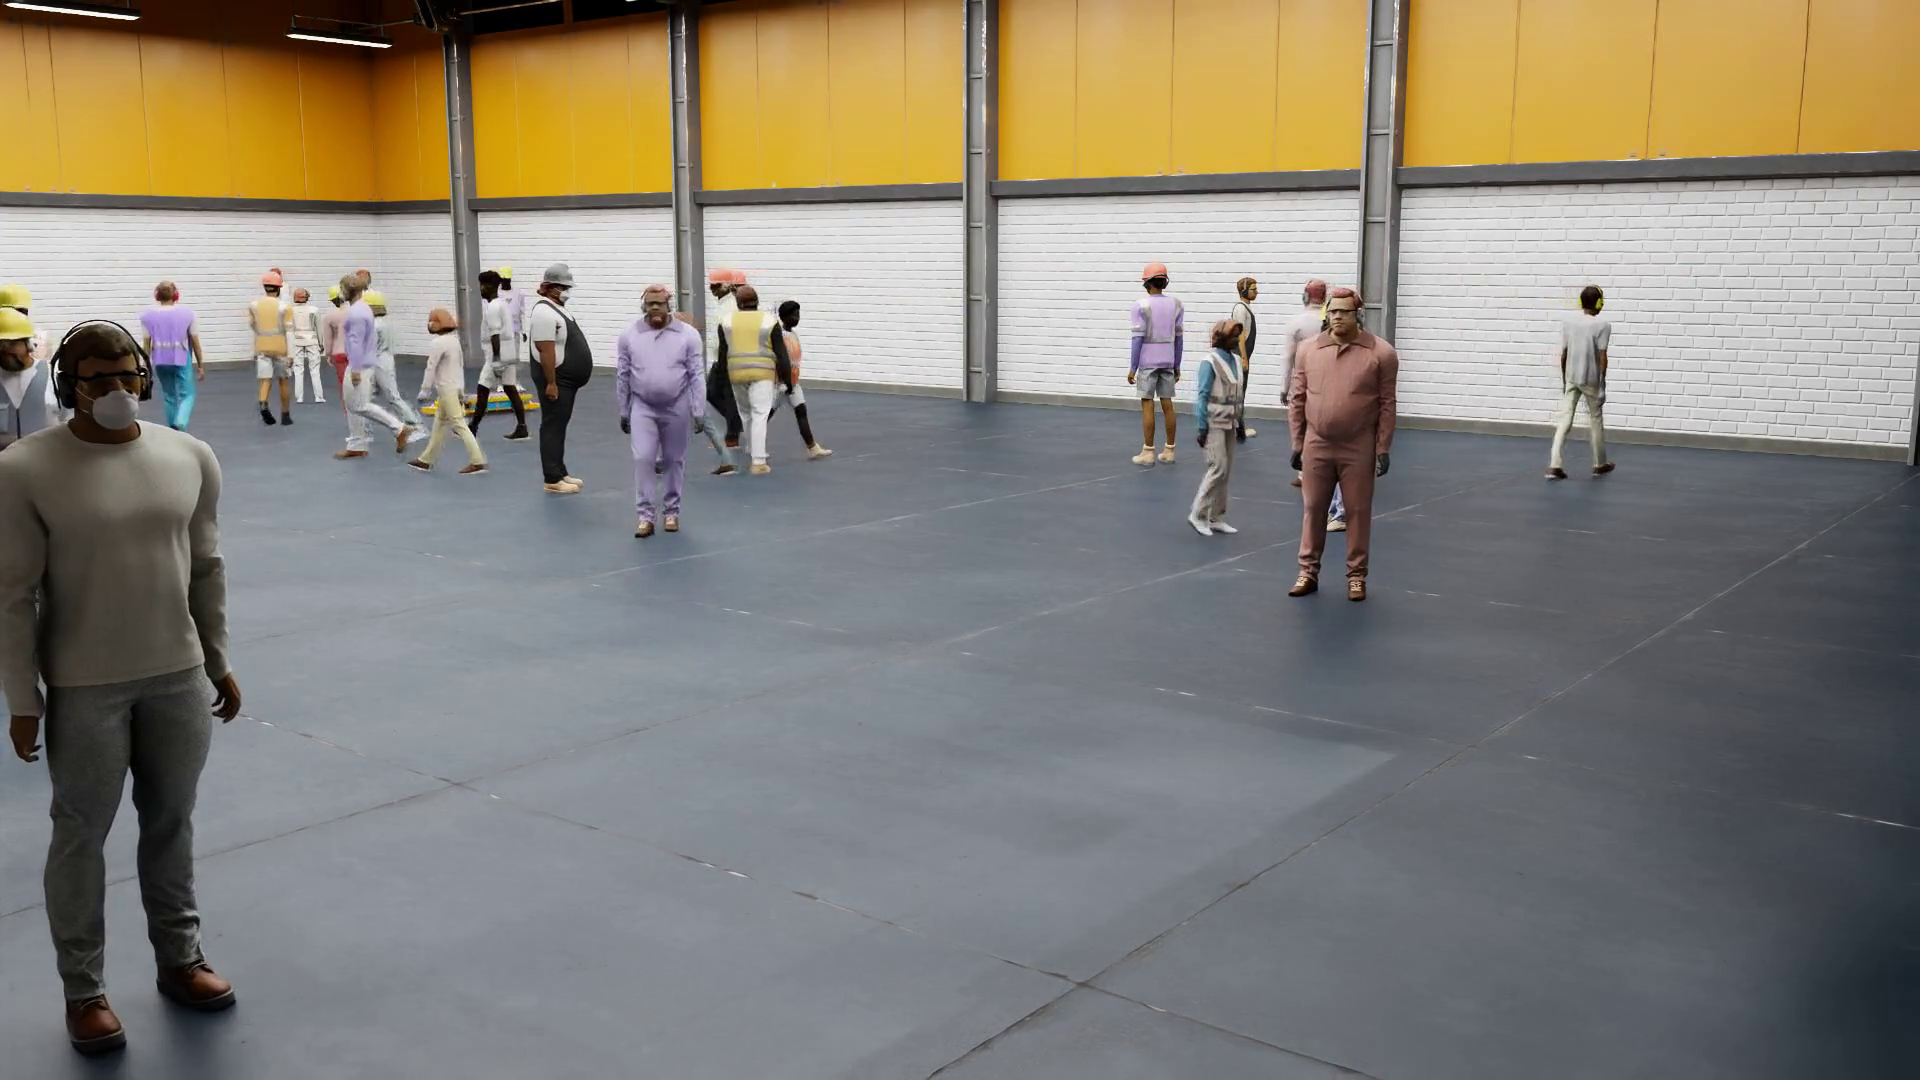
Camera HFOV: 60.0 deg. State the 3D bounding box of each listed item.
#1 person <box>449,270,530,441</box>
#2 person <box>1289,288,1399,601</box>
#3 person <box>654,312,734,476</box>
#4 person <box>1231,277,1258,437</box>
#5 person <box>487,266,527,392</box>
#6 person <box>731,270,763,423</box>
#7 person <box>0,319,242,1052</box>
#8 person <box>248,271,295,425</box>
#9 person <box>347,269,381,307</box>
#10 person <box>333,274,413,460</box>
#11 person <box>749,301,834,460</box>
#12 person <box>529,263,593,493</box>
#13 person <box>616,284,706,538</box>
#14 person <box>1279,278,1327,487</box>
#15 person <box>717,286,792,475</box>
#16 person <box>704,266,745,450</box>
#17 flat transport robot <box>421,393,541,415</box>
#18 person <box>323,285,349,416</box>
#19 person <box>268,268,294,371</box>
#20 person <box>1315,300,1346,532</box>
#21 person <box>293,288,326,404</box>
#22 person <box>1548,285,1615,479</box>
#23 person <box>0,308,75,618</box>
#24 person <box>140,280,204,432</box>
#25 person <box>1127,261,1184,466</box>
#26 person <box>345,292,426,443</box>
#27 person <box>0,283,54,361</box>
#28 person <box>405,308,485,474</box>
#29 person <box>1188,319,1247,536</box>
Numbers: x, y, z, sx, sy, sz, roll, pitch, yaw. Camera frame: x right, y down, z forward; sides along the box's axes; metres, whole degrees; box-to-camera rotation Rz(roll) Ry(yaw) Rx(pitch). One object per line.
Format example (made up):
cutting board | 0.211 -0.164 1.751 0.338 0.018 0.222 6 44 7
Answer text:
person | -5.318 -2.056 18.709 0.942 1.922 0.630 0 10 2
person | 2.321 -0.579 10.166 0.642 1.909 0.399 4 11 25
person | -2.600 -1.383 15.854 0.925 1.561 0.511 1 10 7
person | 3.302 -2.123 19.332 0.345 1.847 0.504 2 10 9
person | -6.948 -3.233 25.554 0.593 1.926 0.366 -6 12 -32
person | -2.614 -2.250 19.851 0.563 1.918 0.466 -2 10 -11
person | -2.263 0.378 4.500 0.356 1.938 0.633 8 12 38
person | -8.424 -2.320 20.322 0.556 1.909 0.736 -1 10 -7
person | -9.391 -3.345 26.366 0.493 1.870 0.604 9 13 42
person | -6.081 -1.768 17.064 0.717 1.916 0.633 -3 10 -19
person | -1.784 -1.628 17.043 0.923 1.638 0.546 3 10 18
person | -3.545 -1.448 14.834 0.535 2.000 0.684 -1 10 -4
person | -2.235 -0.956 12.429 0.670 1.874 0.836 -1 10 -6
person | 3.176 -1.401 14.981 0.674 1.891 0.425 -3 10 -16
person | -1.982 -1.565 16.211 0.693 1.792 0.920 1 10 8
person | -2.544 -1.947 17.906 0.439 1.979 0.647 -4 10 -21
flat transport robot | -6.367 -1.821 22.149 0.652 0.197 1.431 8 12 37
person | -7.609 -2.300 20.684 0.558 1.730 0.559 -3 10 -20
person | -12.370 -3.974 30.081 0.811 1.850 0.604 3 10 16
person | 2.848 -0.945 12.707 0.312 1.767 0.533 0 10 3
person | -9.272 -2.743 23.544 0.514 1.639 0.310 -2 10 -11
person | 5.882 -1.481 15.684 0.954 1.822 0.518 -9 13 -44
person | -5.222 -0.387 9.308 0.613 1.815 0.429 -3 10 -17
person | -8.509 -1.883 17.973 0.579 1.831 0.650 -2 10 -11
person | 1.945 -1.770 16.704 0.613 2.041 0.393 -5 11 -26
person | -6.446 -1.926 18.620 0.910 1.698 0.505 -1 10 -6
person | -7.322 -1.045 12.931 0.921 1.896 0.596 5 11 25
person | -4.975 -1.423 15.990 0.848 1.585 0.518 1 10 4
person | 1.955 -0.840 12.498 0.315 1.642 0.535 7 12 37
